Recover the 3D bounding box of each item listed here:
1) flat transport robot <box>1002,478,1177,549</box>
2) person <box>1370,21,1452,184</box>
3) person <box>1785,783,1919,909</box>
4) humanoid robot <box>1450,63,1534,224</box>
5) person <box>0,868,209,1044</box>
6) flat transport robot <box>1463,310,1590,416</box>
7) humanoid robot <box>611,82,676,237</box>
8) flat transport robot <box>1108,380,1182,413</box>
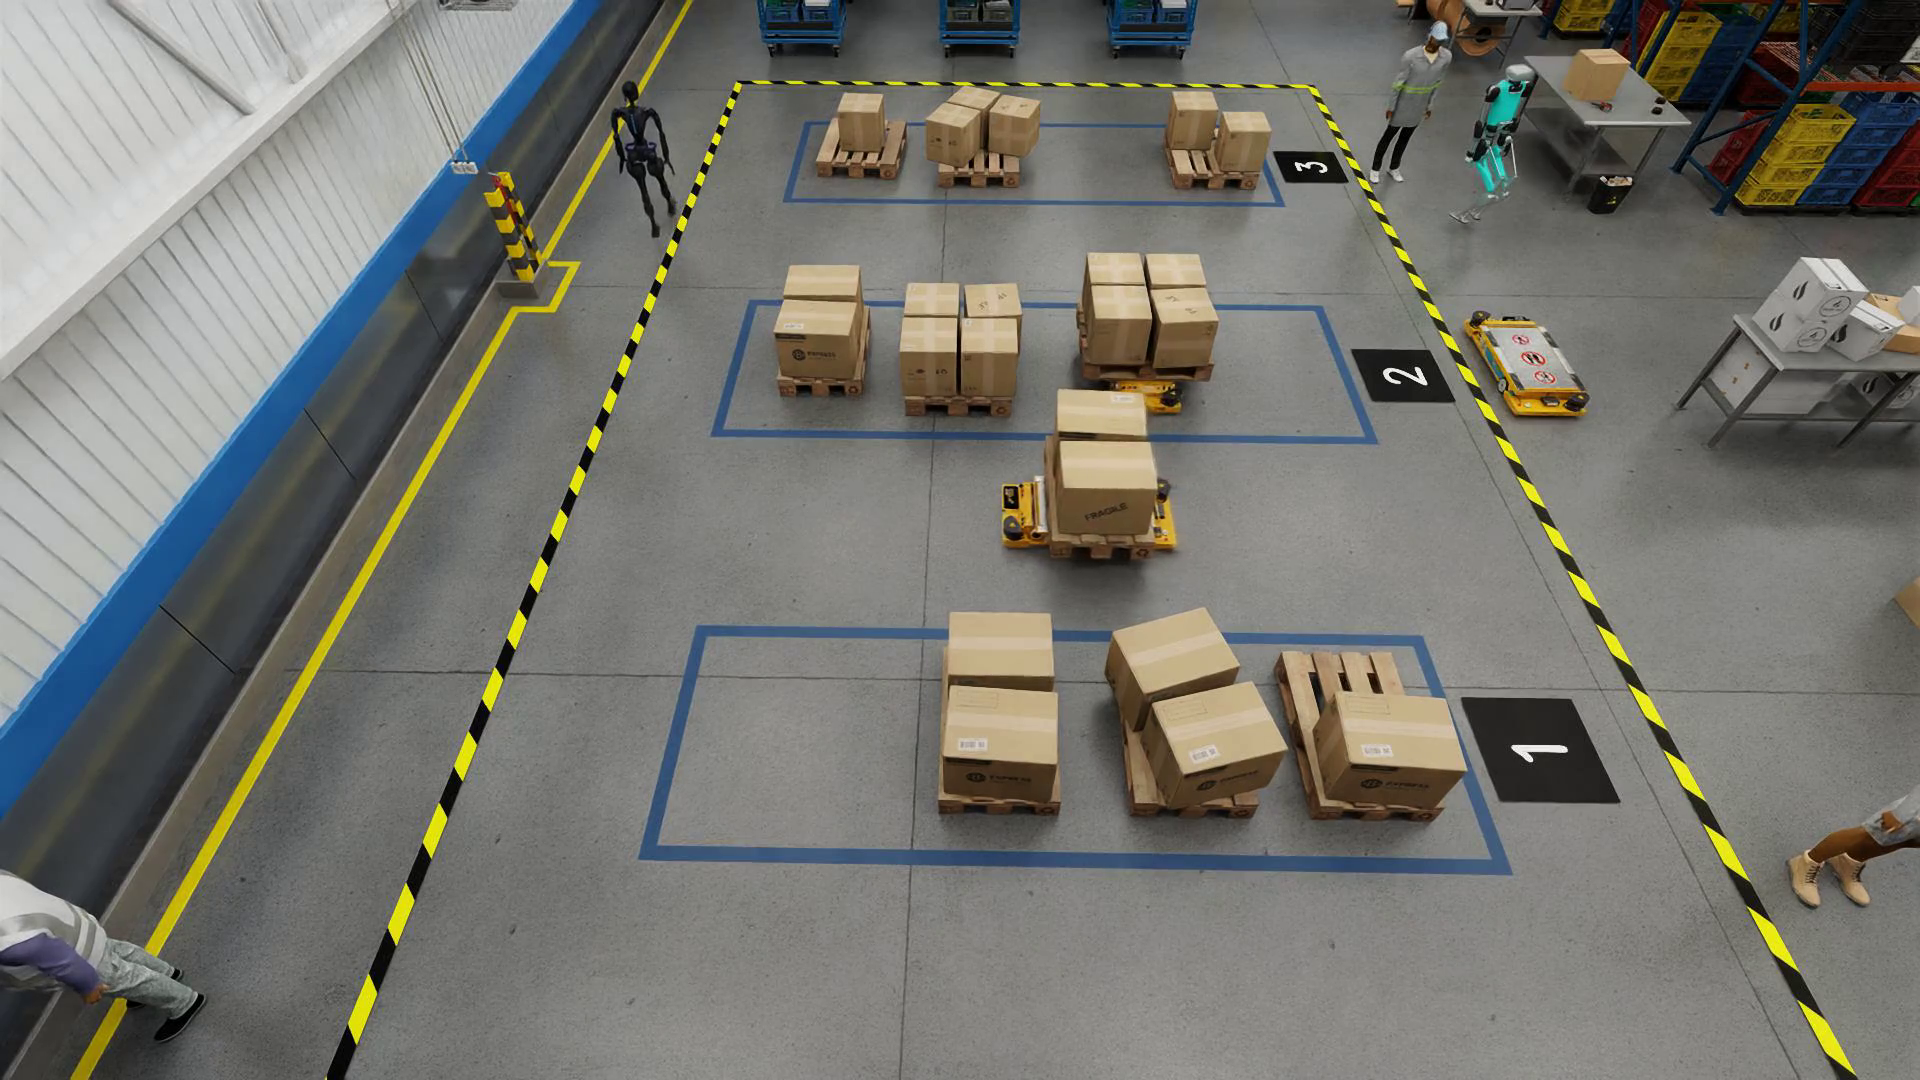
[{"bbox_3d":[1.072,-0.241,7.724,1.431,0.197,0.652,1,49,1],"label":"flat transport robot"},{"bbox_3d":[5.418,-5.222,11.006,0.589,1.852,0.374,-4,49,-3],"label":"person"},{"bbox_3d":[5.485,1.513,5.054,0.603,2.041,0.378,1,49,1],"label":"person"},{"bbox_3d":[6.017,-4.313,10.204,0.533,1.681,0.735,-12,50,-10],"label":"humanoid robot"},{"bbox_3d":[-4.581,2.119,4.670,0.585,1.824,0.403,29,55,23],"label":"person"},{"bbox_3d":[5.573,-1.757,9.054,0.659,0.231,1.431,1,49,1],"label":"flat transport robot"},{"bbox_3d":[-3.589,-4.354,10.391,0.612,1.628,0.735,-6,49,-5],"label":"humanoid robot"},{"bbox_3d":[1.773,-1.807,9.079,0.652,0.197,1.431,1,49,1],"label":"flat transport robot"}]
